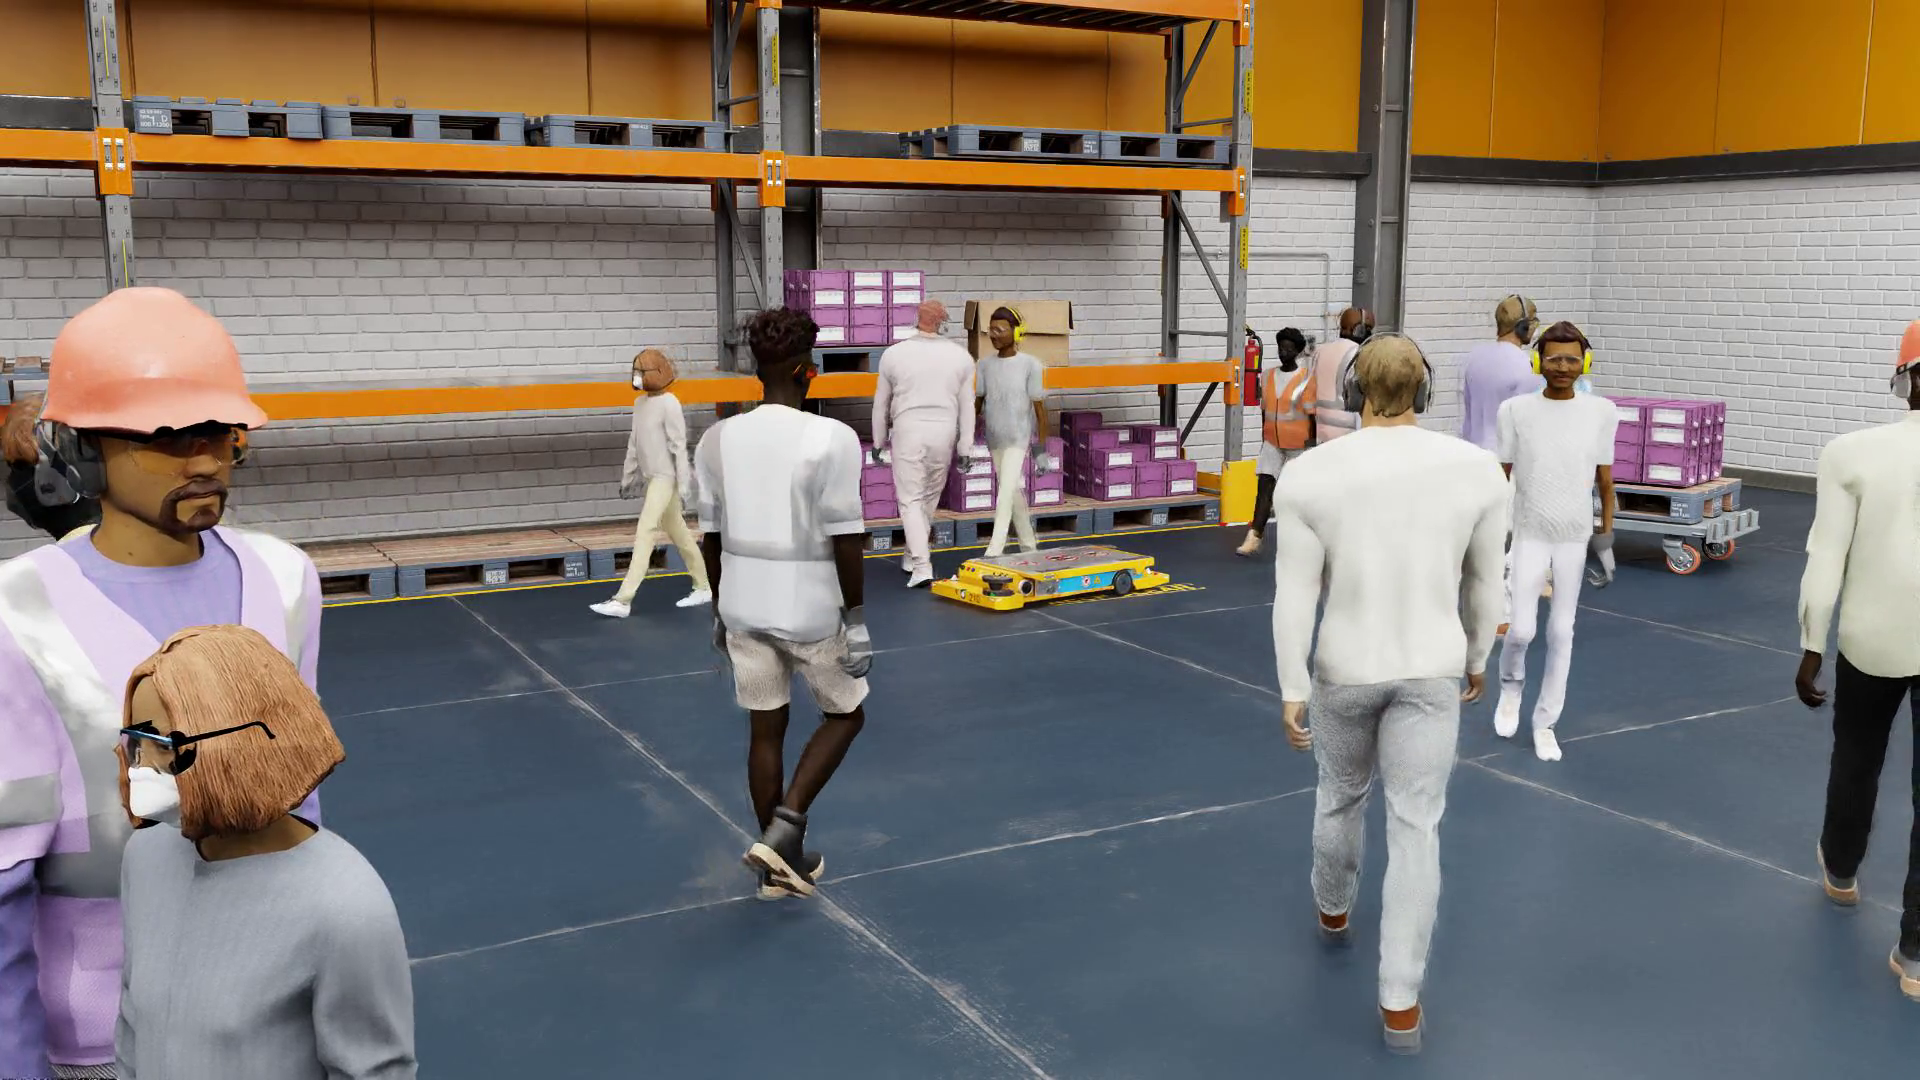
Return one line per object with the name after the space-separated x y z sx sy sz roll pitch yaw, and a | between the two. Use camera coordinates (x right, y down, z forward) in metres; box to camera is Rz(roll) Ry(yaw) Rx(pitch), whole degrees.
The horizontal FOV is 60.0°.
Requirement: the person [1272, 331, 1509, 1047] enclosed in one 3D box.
1.207 0.364 4.734 0.642 1.887 1.020 2 10 12 | person

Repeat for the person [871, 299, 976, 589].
-0.242 -0.628 10.894 0.659 1.875 0.836 -2 10 -14 | person

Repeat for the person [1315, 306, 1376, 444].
2.666 -0.731 11.646 0.779 1.809 0.640 -3 10 -17 | person

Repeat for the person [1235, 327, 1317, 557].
2.387 -0.718 12.047 0.533 1.650 0.887 9 13 44 | person

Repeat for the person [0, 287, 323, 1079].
-1.127 0.661 2.443 0.396 2.042 0.610 4 10 25 | person

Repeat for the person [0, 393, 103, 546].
-1.764 0.606 3.431 0.495 1.825 0.657 -1 9 -3 | person

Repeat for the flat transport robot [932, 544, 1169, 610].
0.586 0.217 10.532 1.431 0.197 0.652 -7 12 -36 | flat transport robot

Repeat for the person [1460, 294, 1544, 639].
2.941 -0.390 9.200 0.552 1.927 0.635 -2 10 -12 | person

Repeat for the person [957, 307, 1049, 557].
0.270 -0.607 10.877 0.526 1.811 1.006 7 12 36 | person

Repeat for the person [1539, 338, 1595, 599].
3.732 -0.461 10.391 0.570 1.672 0.422 -5 10 -27 | person

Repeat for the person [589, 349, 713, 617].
-1.835 -0.347 9.951 0.851 1.581 0.520 -6 11 -34 | person

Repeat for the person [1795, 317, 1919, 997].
2.878 0.289 5.010 0.652 1.938 1.019 4 10 25 | person

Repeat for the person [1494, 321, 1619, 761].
2.510 0.004 7.041 0.511 1.857 0.411 2 9 9 | person

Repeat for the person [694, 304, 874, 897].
-0.564 0.223 5.375 0.642 1.952 0.455 5 10 26 | person

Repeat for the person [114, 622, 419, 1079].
-0.911 0.910 2.167 0.502 1.633 0.280 5 11 28 | person
